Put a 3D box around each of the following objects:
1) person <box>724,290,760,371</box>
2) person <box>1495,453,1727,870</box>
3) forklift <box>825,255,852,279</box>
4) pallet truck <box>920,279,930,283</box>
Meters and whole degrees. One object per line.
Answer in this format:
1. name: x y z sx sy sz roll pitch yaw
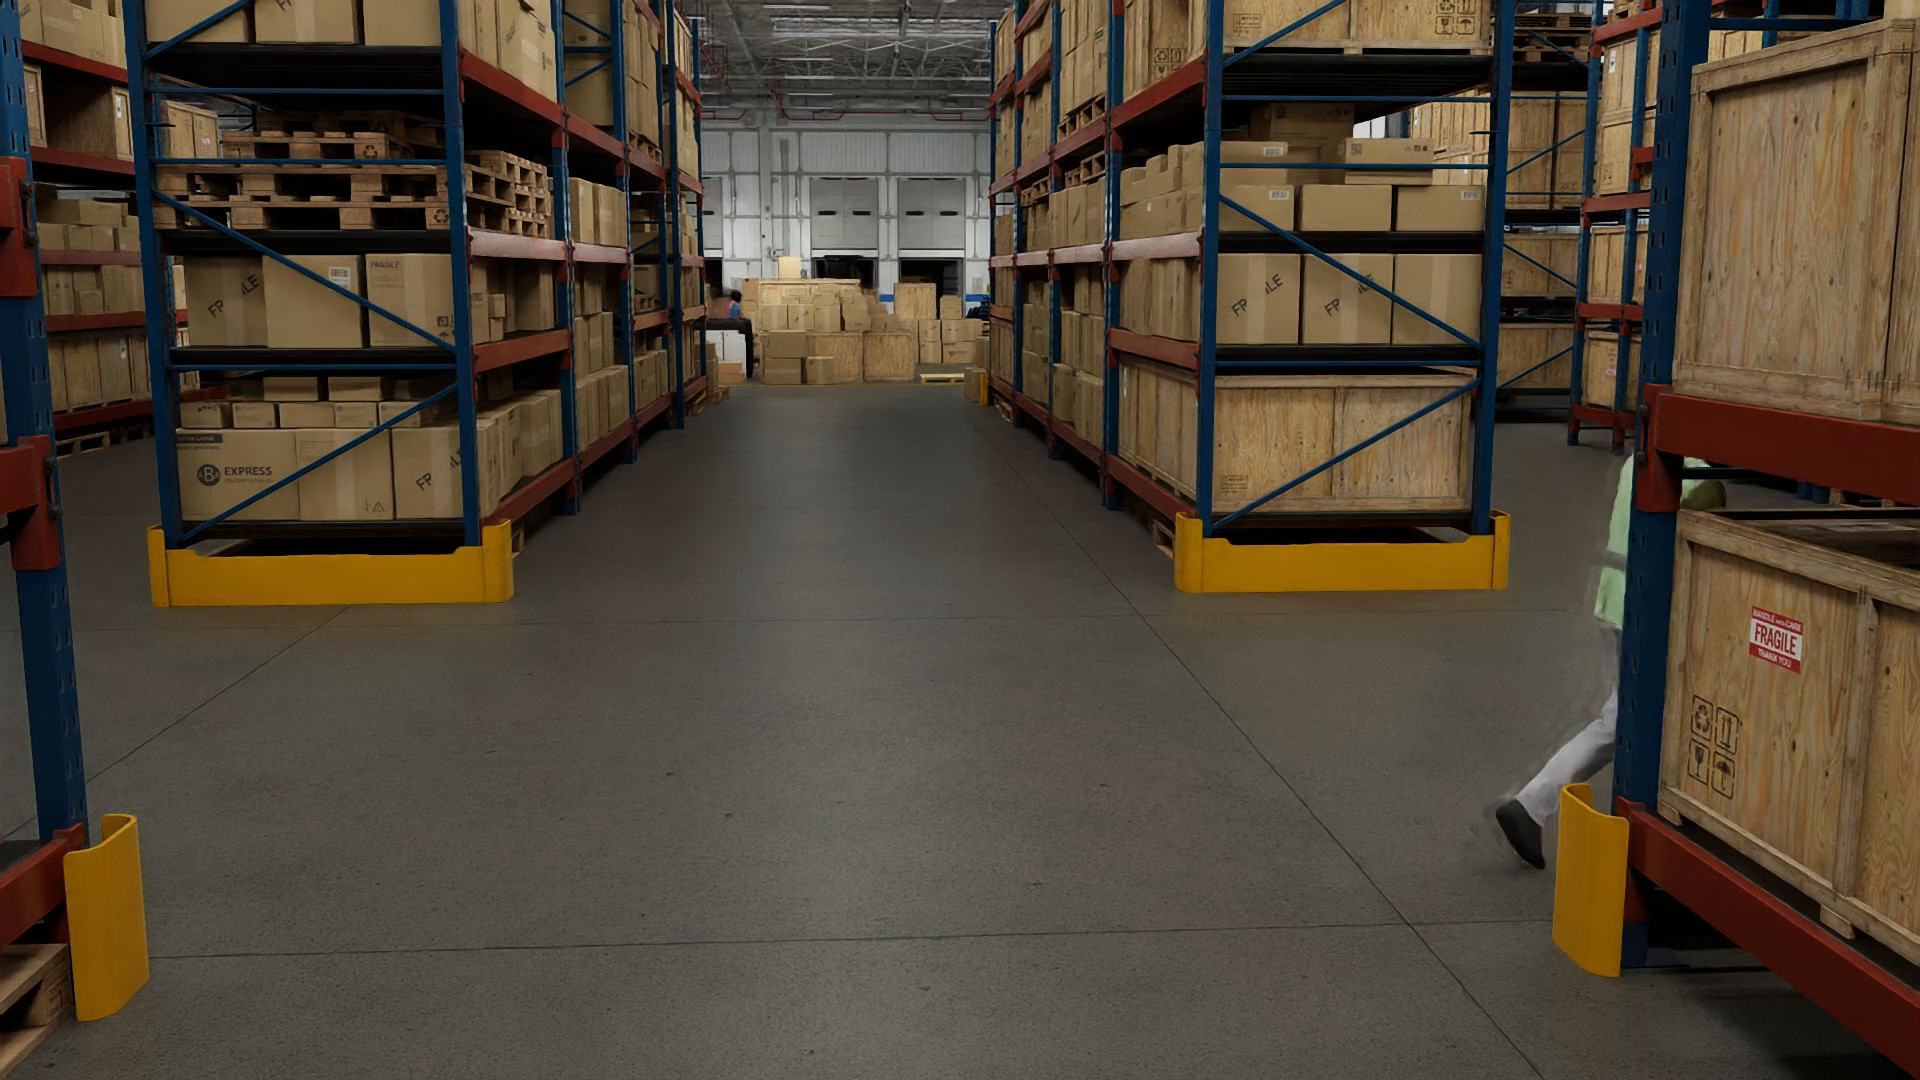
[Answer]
1. person: -4.921 -4.597 36.633 0.970 1.781 0.630 -4 10 -24
2. person: 2.352 0.310 5.739 0.864 1.817 0.579 -1 9 -4
3. forklift: -4.261 -8.622 58.469 1.129 2.768 1.873 -4 10 -23
4. pallet truck: -0.932 -8.922 63.114 1.885 1.965 0.823 2 9 13
